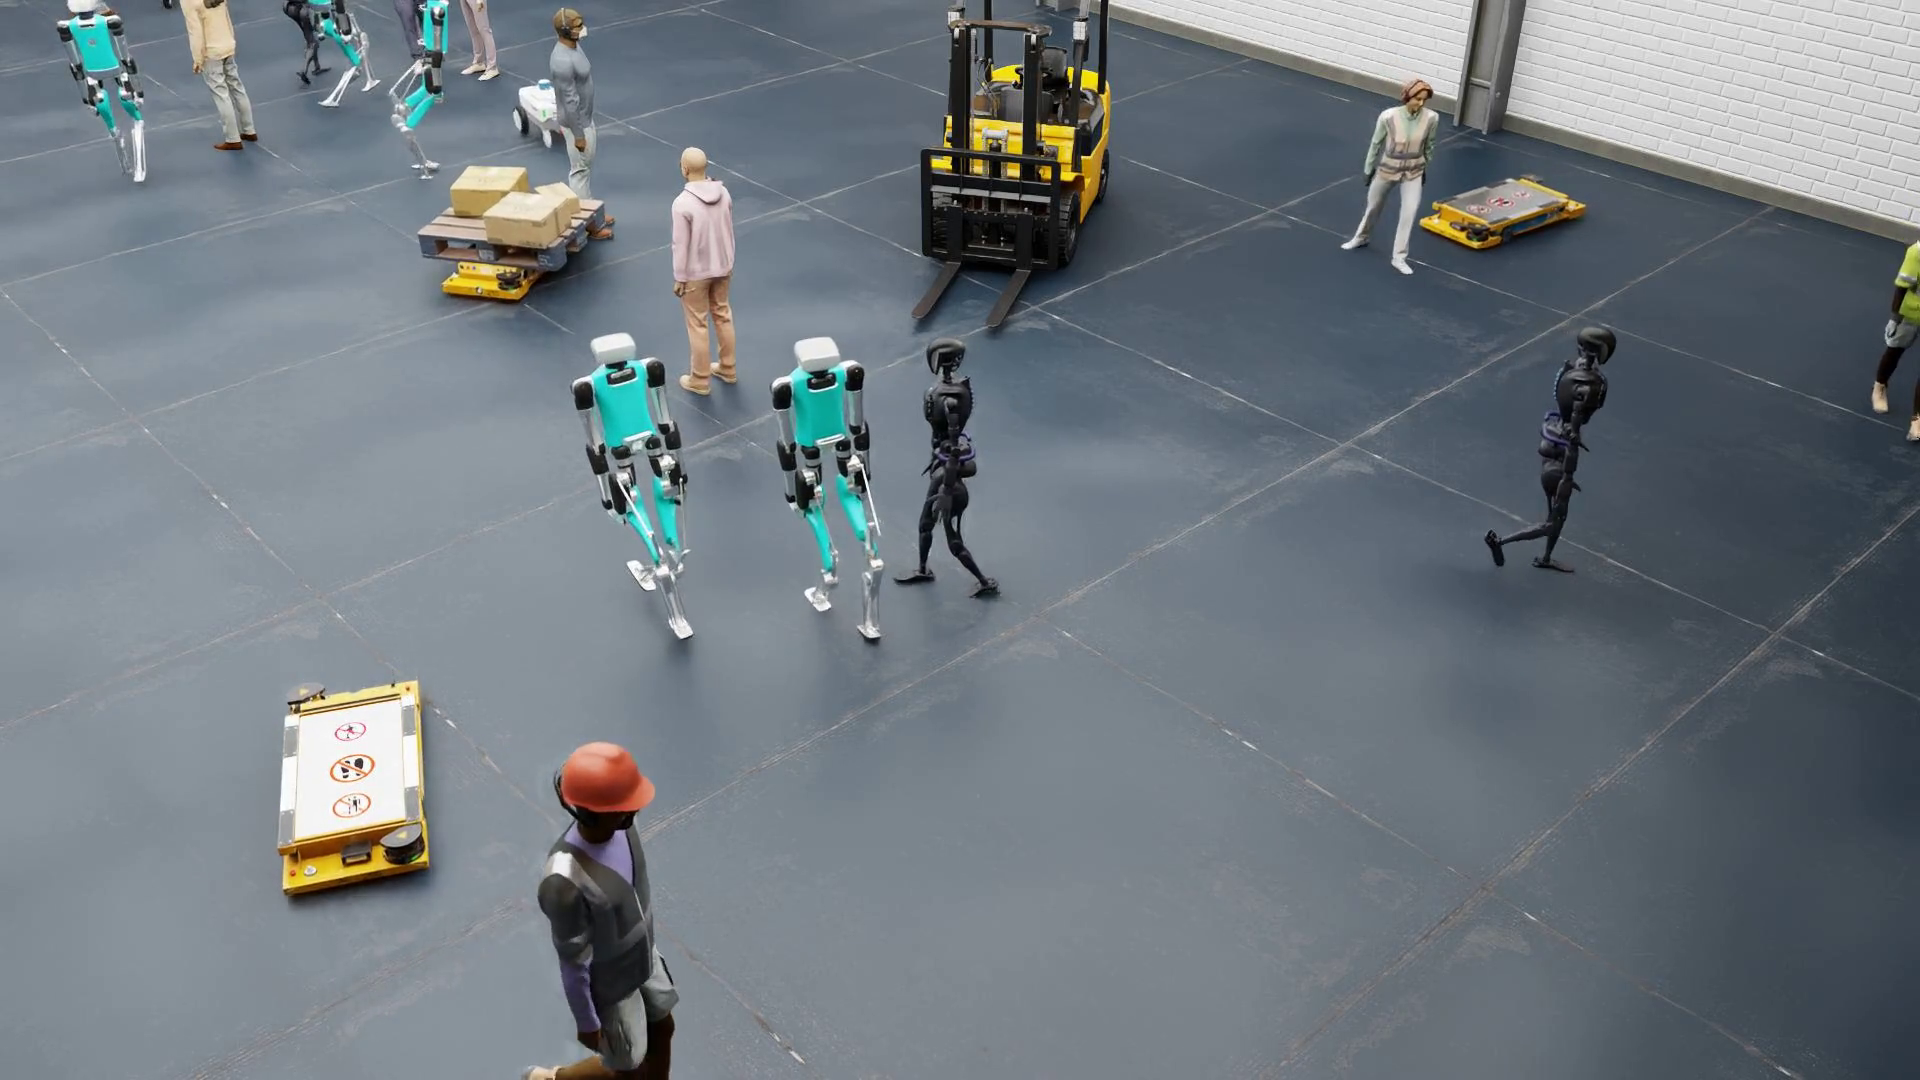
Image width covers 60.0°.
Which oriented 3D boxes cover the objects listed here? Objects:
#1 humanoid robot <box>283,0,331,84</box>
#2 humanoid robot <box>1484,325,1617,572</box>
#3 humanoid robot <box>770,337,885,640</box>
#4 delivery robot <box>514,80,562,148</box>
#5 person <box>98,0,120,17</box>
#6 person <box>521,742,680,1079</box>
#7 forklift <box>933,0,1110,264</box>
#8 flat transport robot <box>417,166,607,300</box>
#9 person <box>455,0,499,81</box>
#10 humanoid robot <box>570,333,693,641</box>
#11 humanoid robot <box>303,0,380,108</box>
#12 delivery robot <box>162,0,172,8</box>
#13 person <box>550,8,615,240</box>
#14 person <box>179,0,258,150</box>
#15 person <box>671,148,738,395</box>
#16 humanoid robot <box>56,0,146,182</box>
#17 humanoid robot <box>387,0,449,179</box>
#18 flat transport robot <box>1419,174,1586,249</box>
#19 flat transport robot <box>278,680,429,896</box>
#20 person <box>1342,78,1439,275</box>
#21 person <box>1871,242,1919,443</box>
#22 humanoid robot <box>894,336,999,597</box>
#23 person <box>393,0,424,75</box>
[{"bbox_3d":[-7.050,-5.718,17.700,0.589,1.642,0.675,12,35,18],"label":"humanoid robot"},{"bbox_3d":[3.459,-0.530,9.712,0.554,1.643,0.601,10,34,15],"label":"humanoid robot"},{"bbox_3d":[-0.654,-0.205,9.162,0.551,1.782,0.879,-15,36,-22],"label":"humanoid robot"},{"bbox_3d":[-4.083,-4.241,16.443,0.499,0.609,0.812,-19,37,-26],"label":"delivery robot"},{"bbox_3d":[-10.361,-6.949,19.598,0.510,1.623,0.463,20,38,28],"label":"person"},{"bbox_3d":[-1.325,1.550,6.177,0.661,2.024,0.612,9,34,13],"label":"person"},{"bbox_3d":[0.570,-3.725,14.138,1.214,2.155,2.313,9,34,13],"label":"forklift"},{"bbox_3d":[-3.683,-2.394,13.853,0.659,0.231,1.431,7,34,11],"label":"flat transport robot"},{"bbox_3d":[-5.226,-5.810,17.729,0.312,1.769,0.523,-28,42,-35],"label":"person"},{"bbox_3d":[-1.677,-0.219,9.181,0.550,1.706,1.018,-20,38,-27],"label":"humanoid robot"},{"bbox_3d":[-6.312,-5.304,17.017,0.536,1.746,1.062,17,37,24],"label":"humanoid robot"},{"bbox_3d":[-9.588,-6.892,20.519,0.499,0.611,0.815,-10,34,-15],"label":"delivery robot"},{"bbox_3d":[-3.204,-3.506,14.032,0.373,1.940,0.629,-4,33,-5],"label":"person"},{"bbox_3d":[-7.107,-4.667,15.876,0.390,1.874,0.559,10,34,15],"label":"person"},{"bbox_3d":[-1.775,-1.878,11.680,0.406,1.775,0.539,24,40,32],"label":"person"},{"bbox_3d":[-7.693,-4.052,15.151,0.541,1.897,0.757,-10,34,-15],"label":"humanoid robot"},{"bbox_3d":[-5.005,-4.218,15.310,0.796,1.772,0.553,-11,35,-17],"label":"humanoid robot"},{"bbox_3d":[4.778,-2.884,14.605,1.431,0.231,0.659,-21,38,-29],"label":"flat transport robot"},{"bbox_3d":[-3.042,1.180,8.359,0.659,0.231,1.431,-9,34,-14],"label":"flat transport robot"},{"bbox_3d":[3.542,-3.028,13.607,0.574,1.598,0.635,1,33,2],"label":"person"},{"bbox_3d":[6.505,-1.489,11.175,0.548,1.652,0.848,8,34,12],"label":"person"},{"bbox_3d":[-0.070,-0.389,9.509,0.595,1.657,0.609,-4,33,-7],"label":"humanoid robot"},{"bbox_3d":[-5.977,-6.066,18.062,0.812,1.835,0.850,-10,34,-15],"label":"person"}]
